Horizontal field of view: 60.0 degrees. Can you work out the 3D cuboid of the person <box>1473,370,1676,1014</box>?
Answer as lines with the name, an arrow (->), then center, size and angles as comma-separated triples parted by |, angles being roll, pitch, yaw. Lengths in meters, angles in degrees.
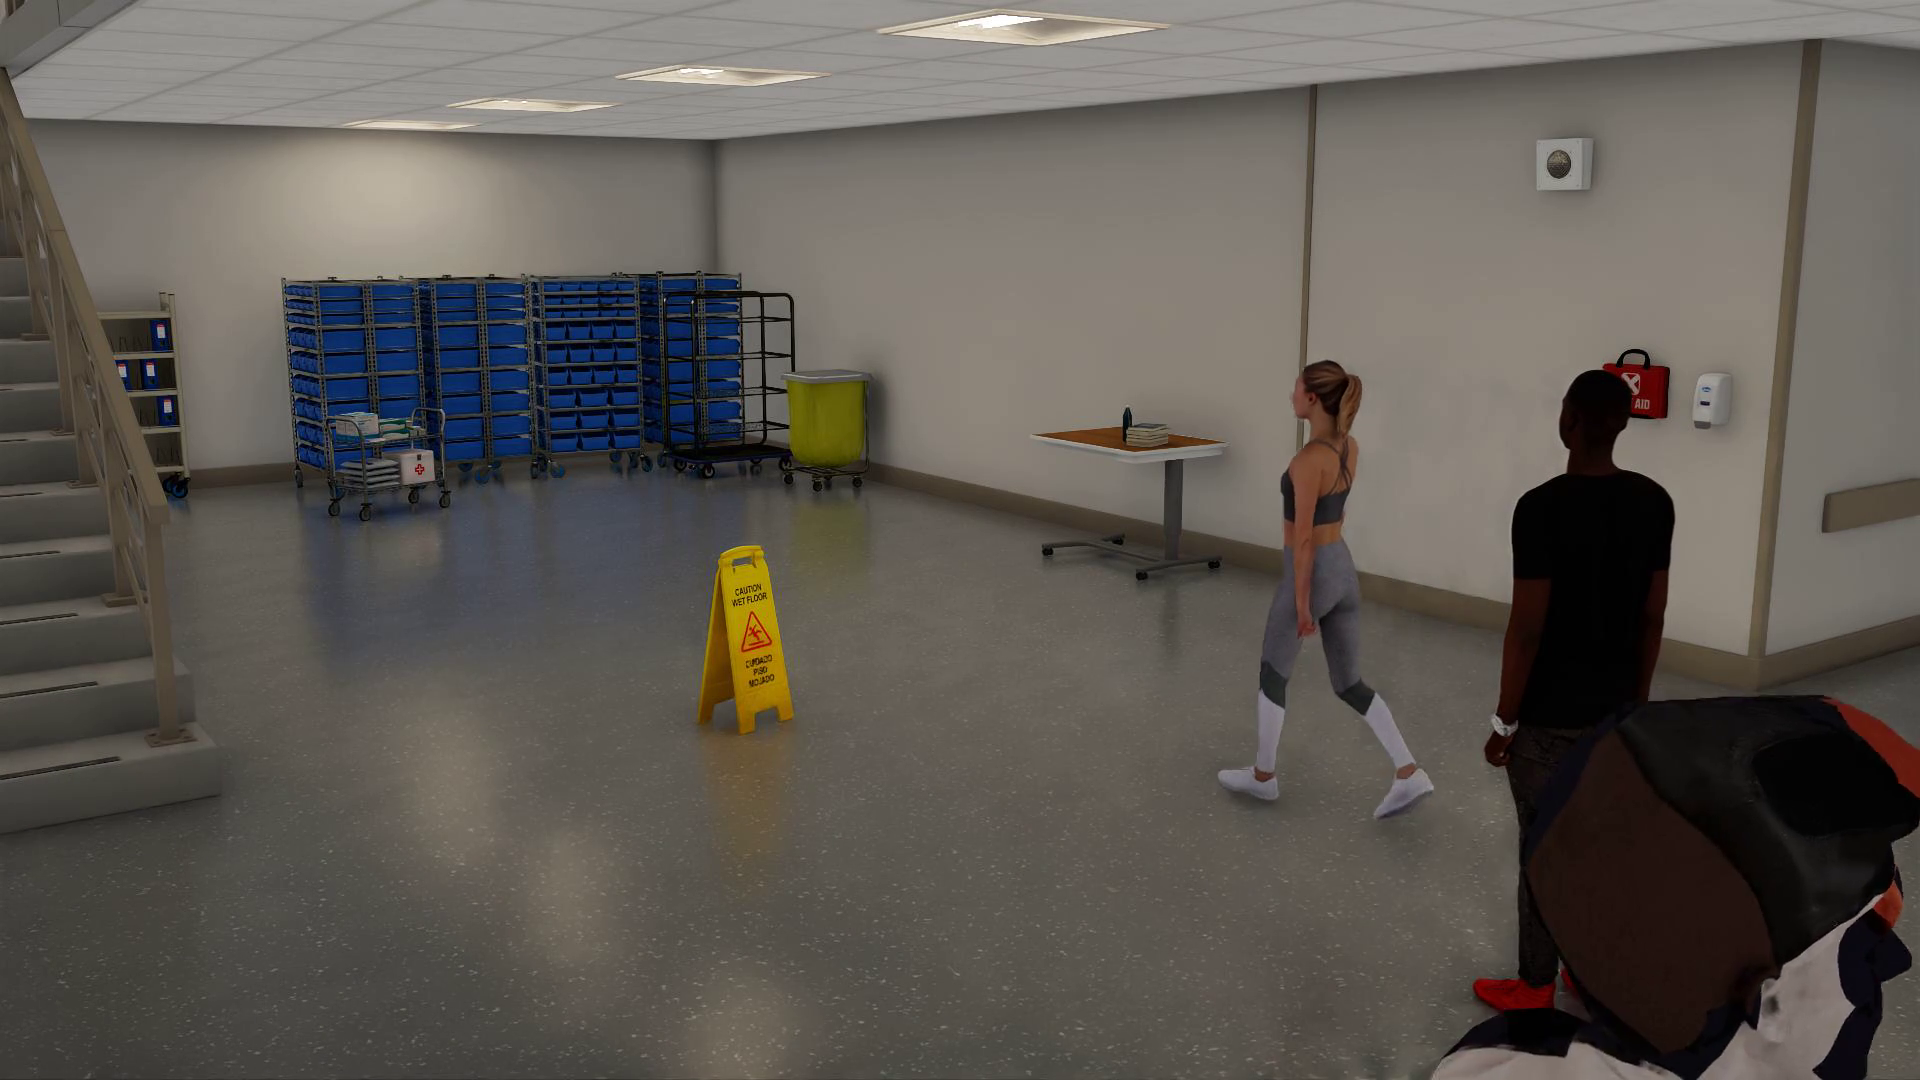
person -> 1.676, 0.440, 4.512 | 0.704, 1.805, 0.655 | -3, 11, -15

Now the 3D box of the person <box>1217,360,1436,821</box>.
person -> 1.385, 0.209, 6.071 | 0.681, 1.678, 1.132 | -10, 15, -44

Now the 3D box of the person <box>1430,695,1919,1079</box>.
person -> 0.373, 1.027, 1.254 | 1.122, 1.866, 1.074 | 1, 11, 7
